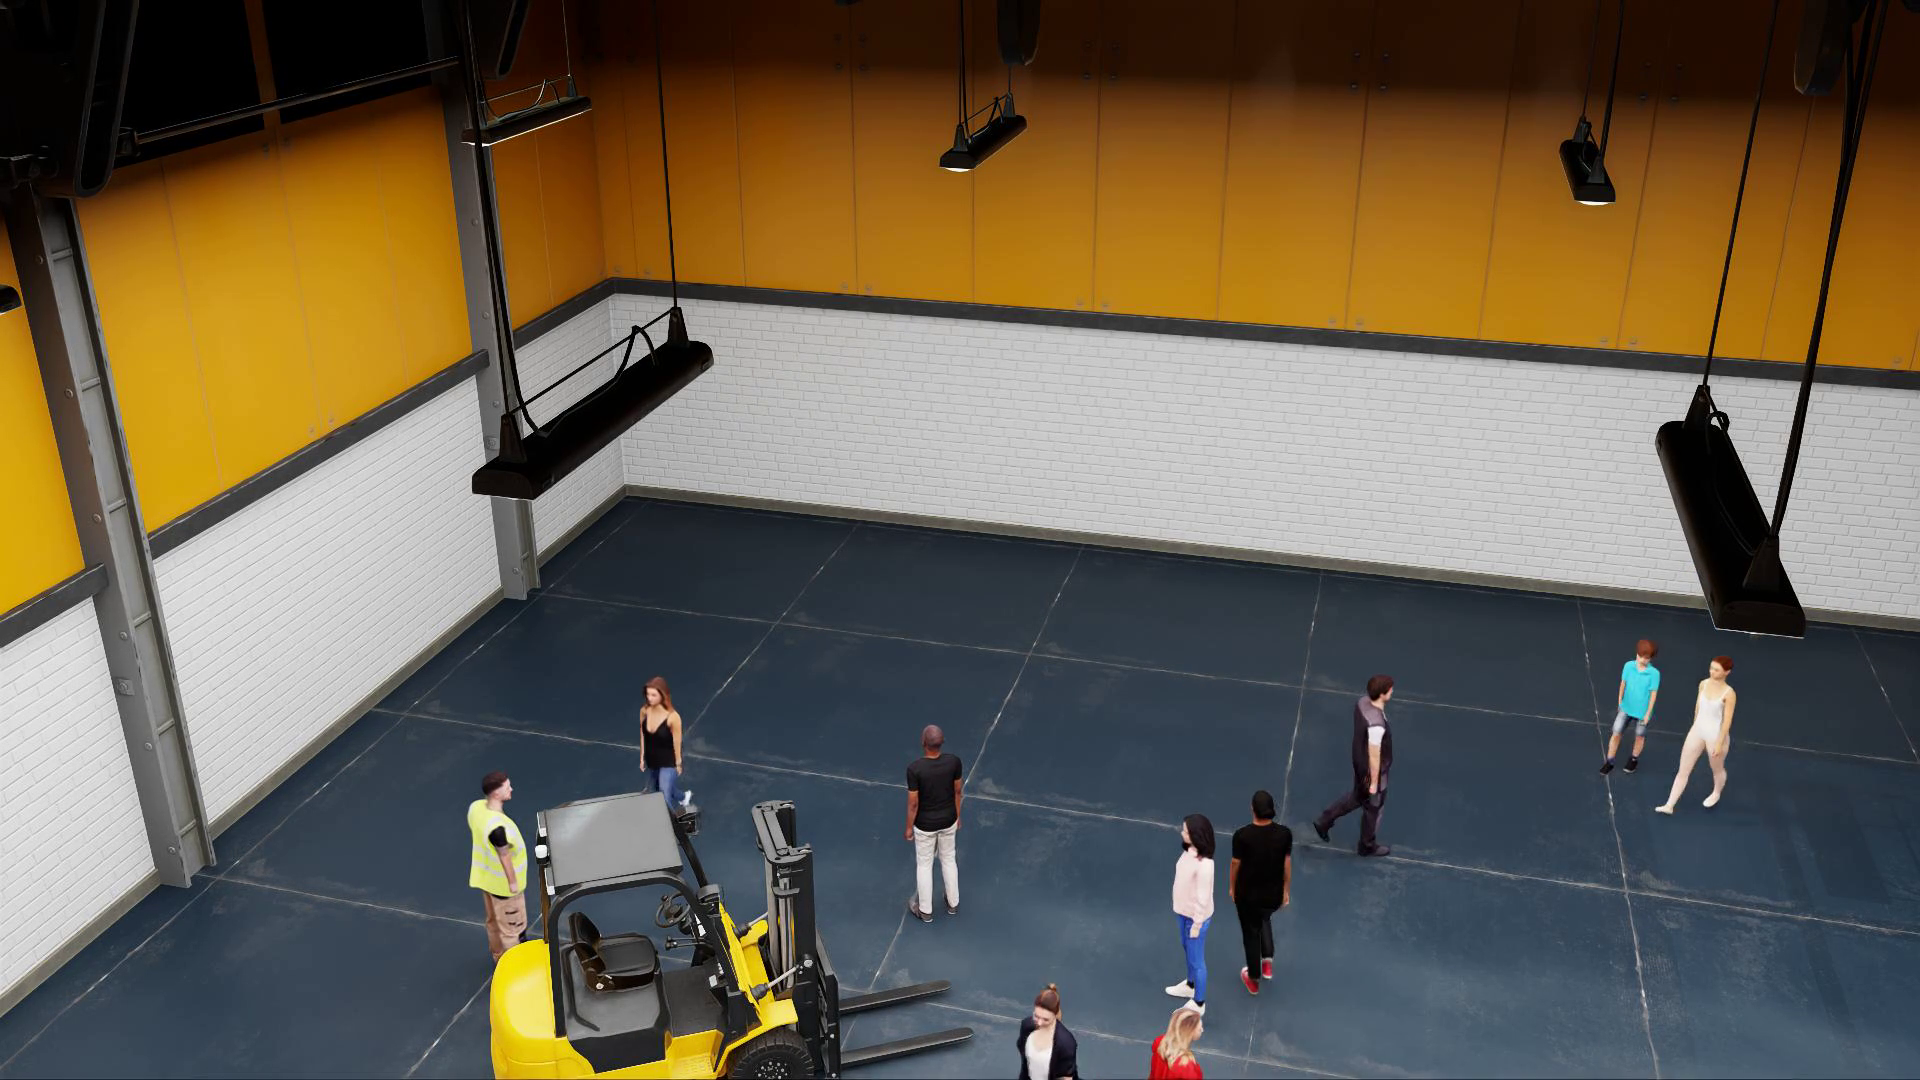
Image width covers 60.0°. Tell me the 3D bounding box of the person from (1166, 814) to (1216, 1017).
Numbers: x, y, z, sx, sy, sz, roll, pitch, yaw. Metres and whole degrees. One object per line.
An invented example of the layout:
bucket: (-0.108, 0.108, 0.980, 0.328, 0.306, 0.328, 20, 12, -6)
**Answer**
person: (1.794, 2.854, 12.703, 0.774, 1.767, 0.602, -2, 24, -3)

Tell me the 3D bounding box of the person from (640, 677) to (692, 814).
person: (-2.611, 1.951, 14.850, 0.748, 1.701, 1.048, 13, 27, 28)

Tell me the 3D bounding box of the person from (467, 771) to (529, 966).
person: (-3.599, 2.637, 13.100, 0.897, 1.845, 0.850, -19, 30, -37)

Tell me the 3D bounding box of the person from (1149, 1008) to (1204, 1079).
person: (1.375, 3.739, 10.755, 0.739, 1.705, 0.676, -13, 27, -27)

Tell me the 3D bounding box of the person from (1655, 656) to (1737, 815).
person: (6.956, 1.805, 15.313, 1.076, 1.597, 1.002, -14, 27, -29)

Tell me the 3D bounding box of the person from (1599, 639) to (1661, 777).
person: (6.553, 1.586, 16.024, 0.698, 1.429, 0.833, 19, 30, 36)

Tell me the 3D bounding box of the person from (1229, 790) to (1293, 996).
person: (2.339, 2.782, 12.893, 0.728, 1.746, 0.755, -4, 24, -10)

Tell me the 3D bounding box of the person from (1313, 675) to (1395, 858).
person: (3.501, 1.989, 14.596, 0.915, 1.835, 0.967, -1, 24, -3)

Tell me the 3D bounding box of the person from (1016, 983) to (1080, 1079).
person: (0.649, 3.620, 11.061, 0.903, 1.677, 0.822, -19, 30, -37)

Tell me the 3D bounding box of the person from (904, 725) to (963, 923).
person: (-0.215, 2.345, 13.821, 0.763, 1.804, 0.806, -11, 26, -23)
